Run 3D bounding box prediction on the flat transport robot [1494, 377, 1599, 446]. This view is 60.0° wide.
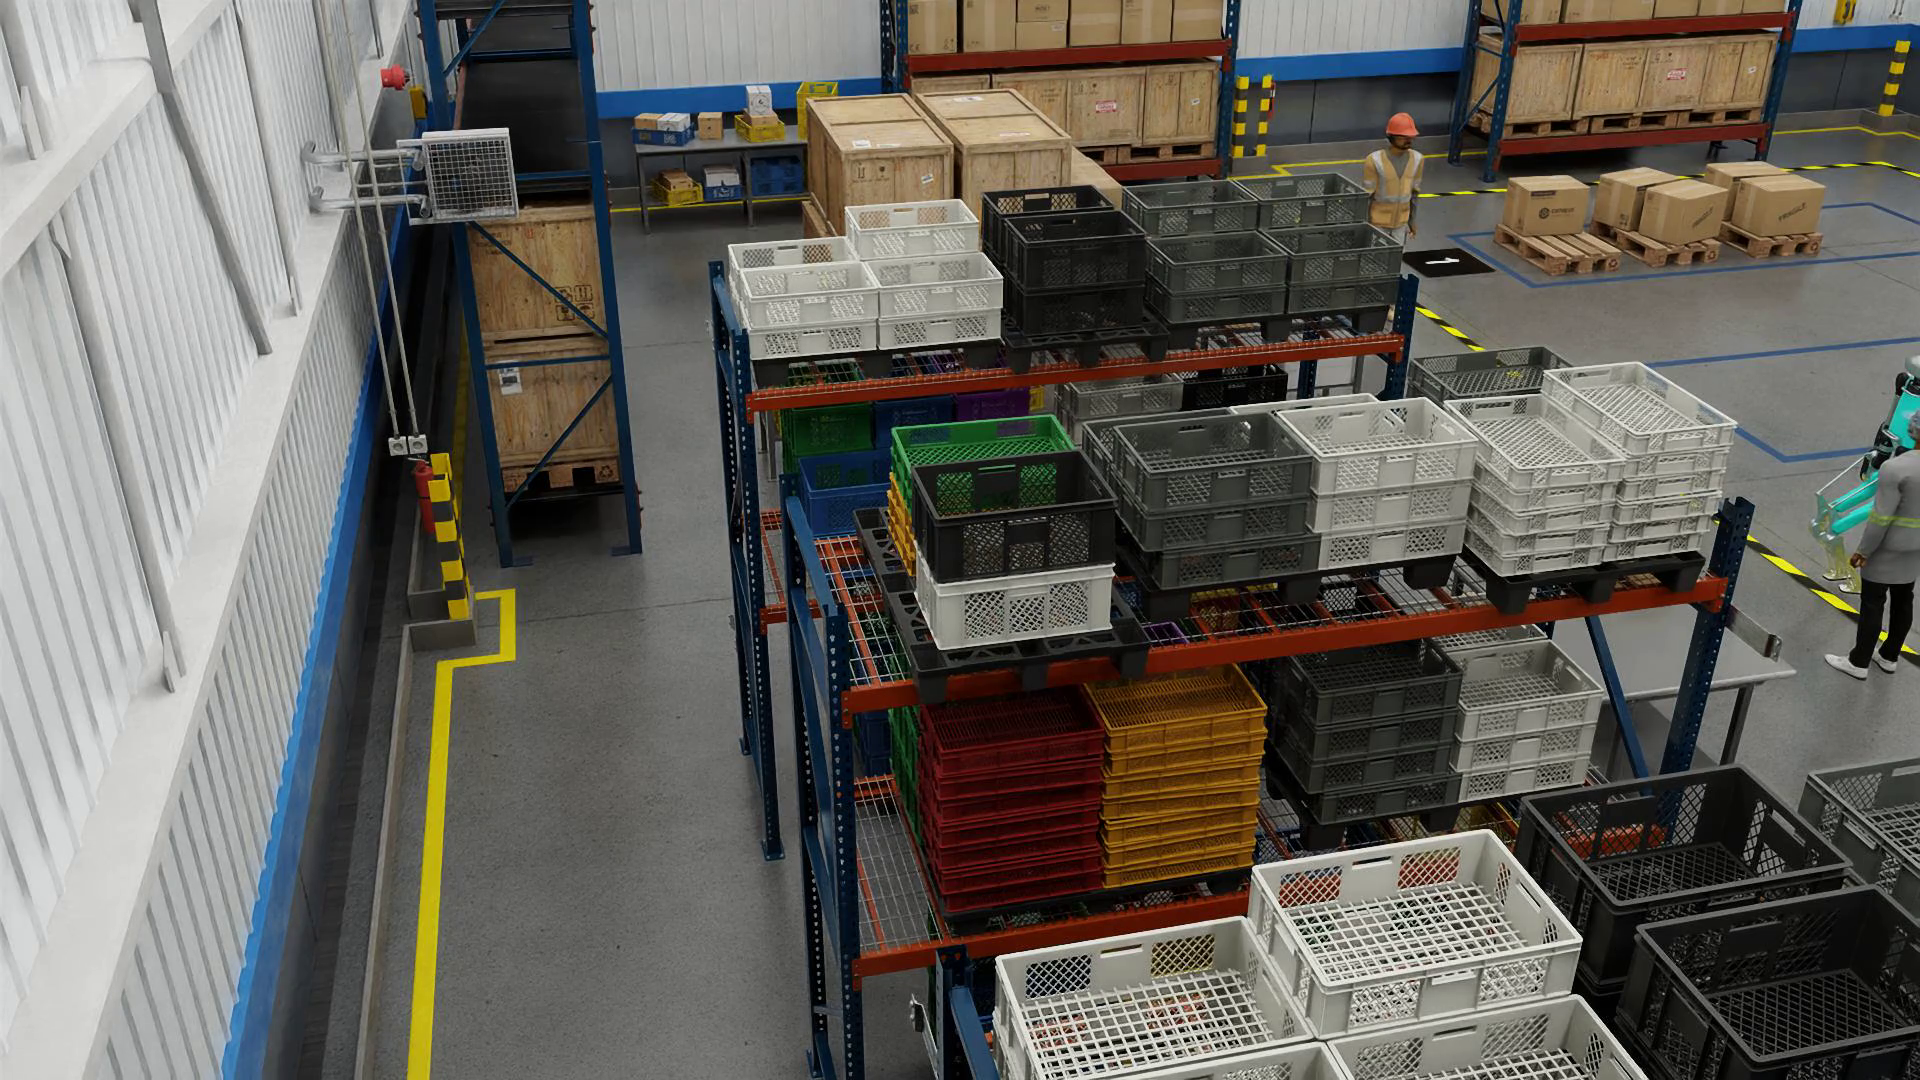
[{"bbox_3d":[4.780,-1.036,14.013,0.659,0.231,1.431,-6,28,-12],"label":"flat transport robot"}]

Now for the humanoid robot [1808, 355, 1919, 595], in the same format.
[{"bbox_3d":[6.067,-0.433,11.145,0.735,1.681,0.533,-1,28,-2],"label":"humanoid robot"}]

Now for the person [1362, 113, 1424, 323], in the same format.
[{"bbox_3d":[4.123,-3.069,15.968,0.606,2.045,0.374,-7,29,-13],"label":"person"}]

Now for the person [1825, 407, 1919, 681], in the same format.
[{"bbox_3d":[5.811,0.001,10.347,0.597,1.850,0.397,-8,29,-14],"label":"person"}]
